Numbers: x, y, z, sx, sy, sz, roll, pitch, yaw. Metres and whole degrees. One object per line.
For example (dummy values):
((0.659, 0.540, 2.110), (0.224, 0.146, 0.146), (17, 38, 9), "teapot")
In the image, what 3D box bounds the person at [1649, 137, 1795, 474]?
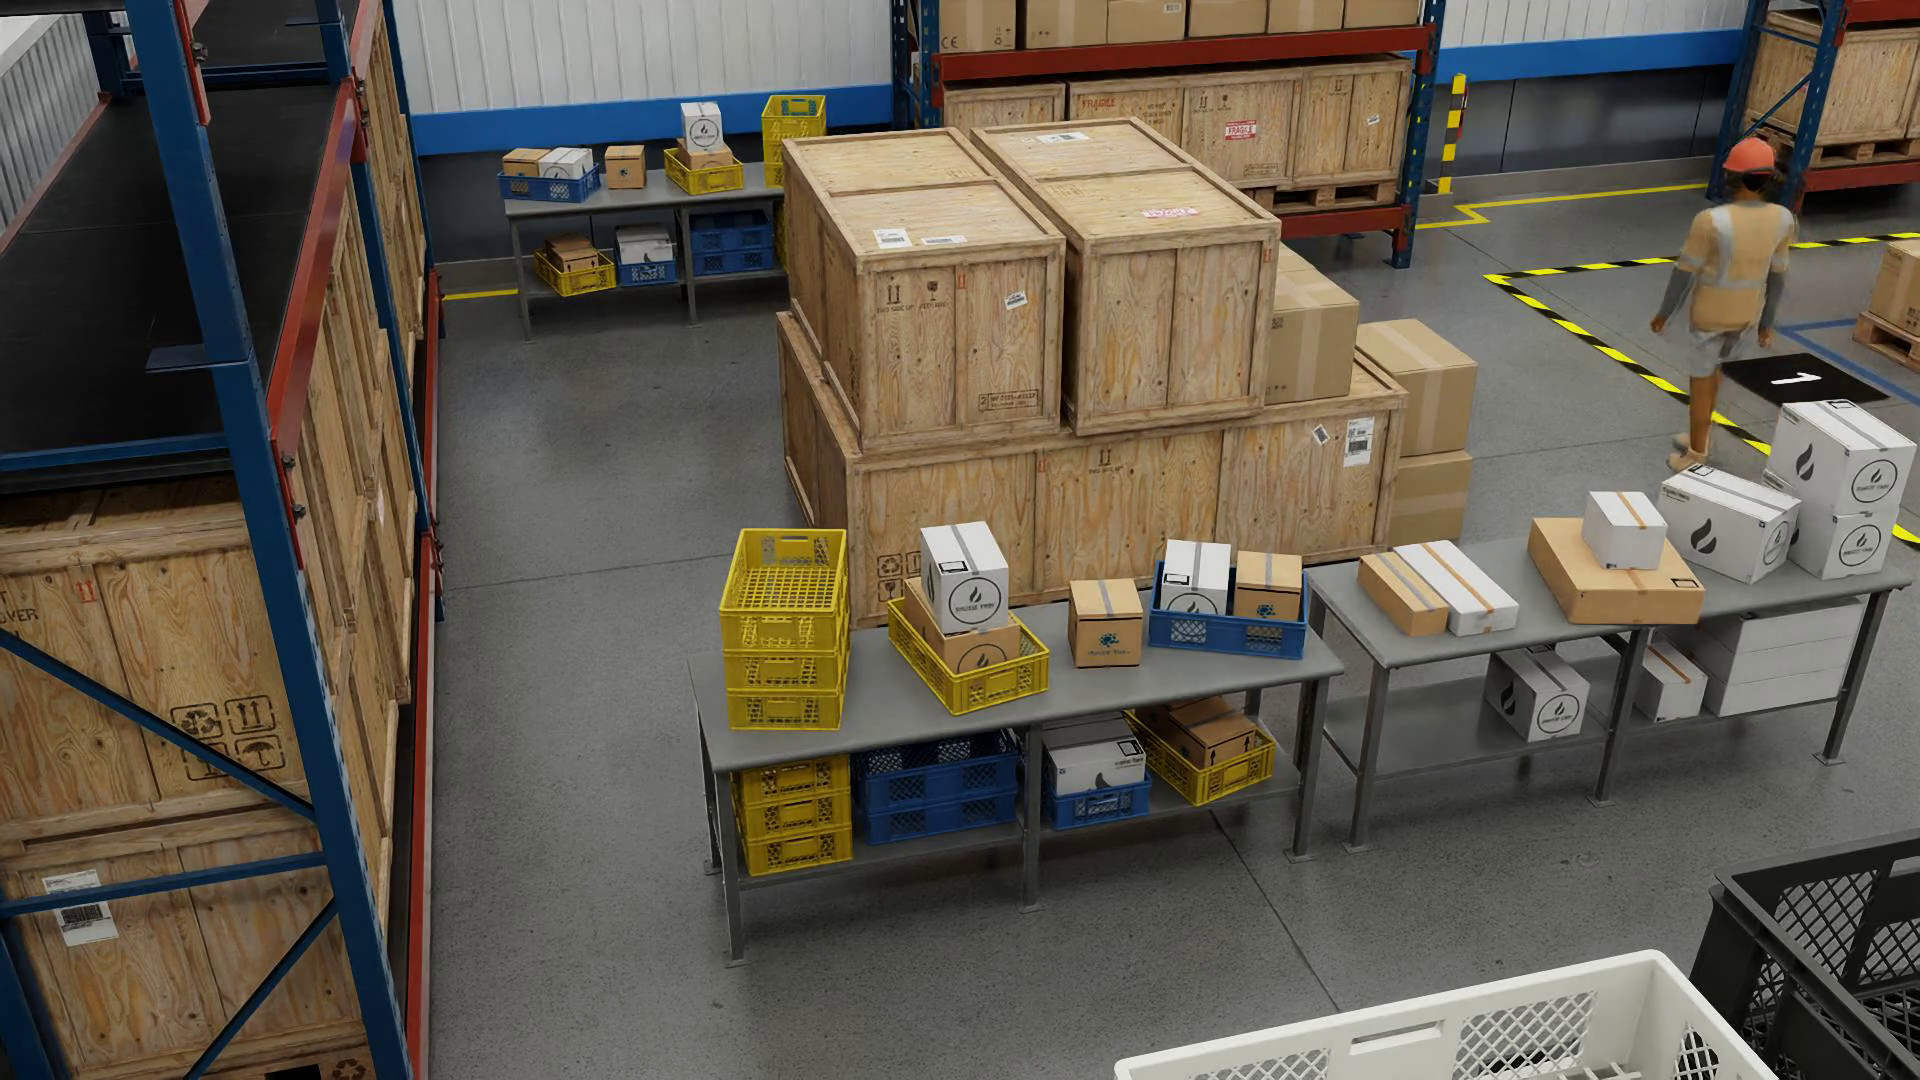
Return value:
((4.402, -1.349, 9.753), (0.619, 2.016, 0.691), (-7, 30, -13), "person")
